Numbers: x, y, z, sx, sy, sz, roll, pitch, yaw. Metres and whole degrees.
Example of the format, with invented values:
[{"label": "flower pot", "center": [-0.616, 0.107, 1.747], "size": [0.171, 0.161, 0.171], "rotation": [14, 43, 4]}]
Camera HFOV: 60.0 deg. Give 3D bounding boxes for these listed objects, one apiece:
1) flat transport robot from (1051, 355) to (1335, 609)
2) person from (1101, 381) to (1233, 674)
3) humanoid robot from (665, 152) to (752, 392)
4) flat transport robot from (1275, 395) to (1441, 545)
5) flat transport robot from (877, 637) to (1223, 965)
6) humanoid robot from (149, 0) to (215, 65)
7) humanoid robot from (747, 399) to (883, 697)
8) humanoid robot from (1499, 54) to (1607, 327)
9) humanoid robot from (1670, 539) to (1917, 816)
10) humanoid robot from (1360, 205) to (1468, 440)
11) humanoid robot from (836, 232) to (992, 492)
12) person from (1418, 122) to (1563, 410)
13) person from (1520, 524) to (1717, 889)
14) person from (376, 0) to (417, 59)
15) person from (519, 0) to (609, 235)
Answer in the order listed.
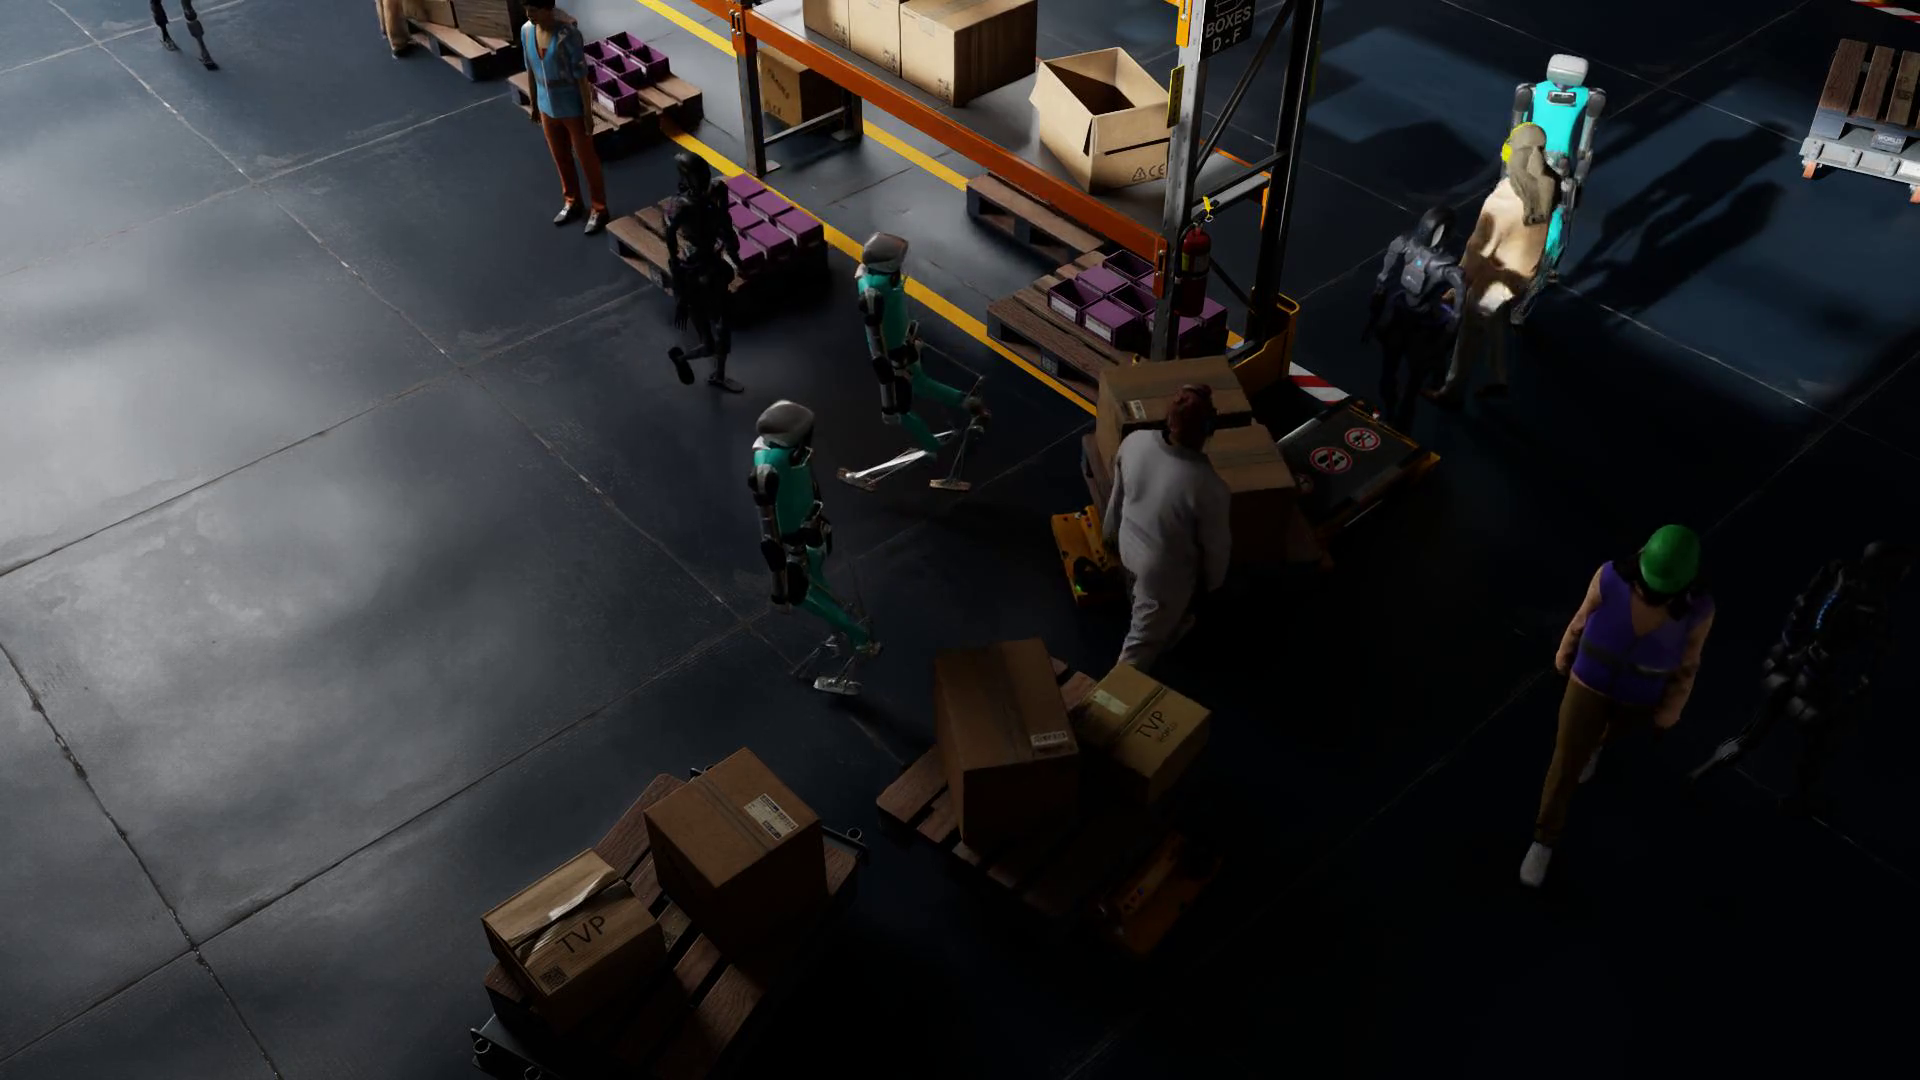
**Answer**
[{"label": "flat transport robot", "center": [1.266, -0.009, 9.105], "size": [1.431, 0.231, 0.659], "rotation": [-7, 43, -7]}, {"label": "person", "center": [0.971, 0.074, 7.865], "size": [0.882, 1.834, 0.671], "rotation": [-23, 47, -23]}, {"label": "humanoid robot", "center": [-1.521, -1.566, 9.758], "size": [0.394, 1.651, 0.608], "rotation": [23, 47, 23]}, {"label": "flat transport robot", "center": [2.048, -0.333, 9.457], "size": [1.431, 0.231, 0.659], "rotation": [-31, 51, -30]}, {"label": "flat transport robot", "center": [0.432, 1.314, 7.666], "size": [1.431, 0.231, 0.659], "rotation": [29, 50, 28]}, {"label": "humanoid robot", "center": [-6.309, -4.555, 13.045], "size": [0.600, 1.624, 0.794], "rotation": [-28, 49, -27]}, {"label": "humanoid robot", "center": [-0.601, 0.155, 7.859], "size": [0.779, 1.809, 0.551], "rotation": [12, 44, 13]}, {"label": "humanoid robot", "center": [3.550, -2.018, 10.222], "size": [0.548, 1.797, 0.833], "rotation": [9, 43, 10]}, {"label": "humanoid robot", "center": [3.744, 0.636, 7.407], "size": [0.733, 1.646, 0.609], "rotation": [-6, 43, -7]}, {"label": "humanoid robot", "center": [2.538, -1.165, 9.327], "size": [0.349, 1.651, 0.591], "rotation": [-31, 51, -30]}, {"label": "humanoid robot", "center": [-0.200, -0.855, 8.930], "size": [1.003, 1.731, 0.549], "rotation": [7, 43, 8]}, {"label": "person", "center": [3.104, -1.527, 9.581], "size": [0.608, 1.865, 0.425], "rotation": [-27, 49, -26]}, {"label": "person", "center": [2.877, 0.609, 7.250], "size": [0.545, 1.867, 1.039], "rotation": [17, 45, 17]}, {"label": "person", "center": [-4.616, -4.694, 13.119], "size": [0.364, 1.733, 0.570], "rotation": [-23, 47, -23]}, {"label": "person", "center": [-2.675, -2.897, 11.147], "size": [0.507, 1.758, 0.341], "rotation": [16, 45, 17]}]
